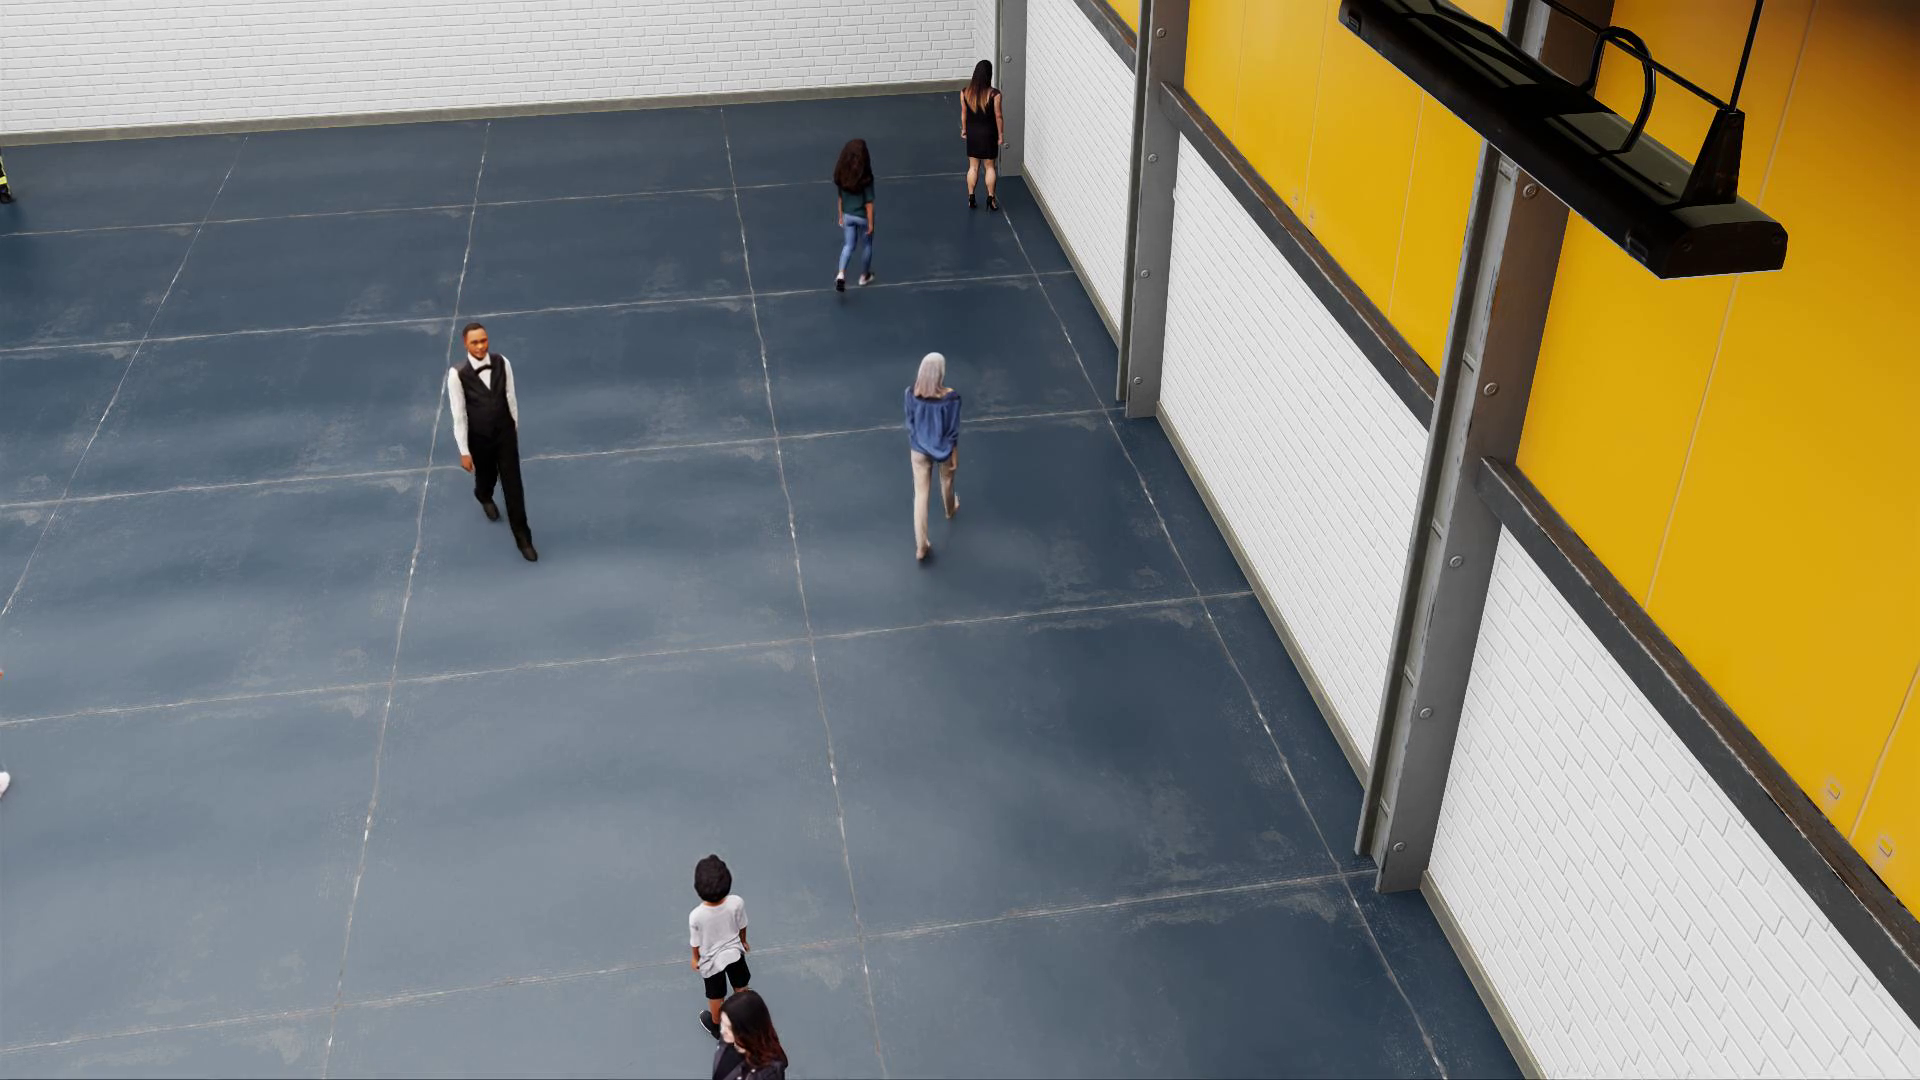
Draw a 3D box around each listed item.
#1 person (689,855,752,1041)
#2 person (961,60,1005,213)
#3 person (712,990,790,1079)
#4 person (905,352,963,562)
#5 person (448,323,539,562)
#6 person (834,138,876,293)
[{"bbox_3d":[-1.291,2.203,8.976,0.554,1.262,0.584,-18,37,-24],"label":"person"},{"bbox_3d":[0.250,-4.540,18.709,0.757,1.717,0.760,10,35,15],"label":"person"},{"bbox_3d":[-0.938,2.710,7.890,0.969,1.621,0.978,-27,42,-34],"label":"person"},{"bbox_3d":[-0.236,-0.617,12.869,0.923,1.648,1.202,7,34,11],"label":"person"},{"bbox_3d":[-3.718,-0.843,13.013,1.038,1.864,1.402,-19,38,-26],"label":"person"},{"bbox_3d":[-1.086,-3.262,16.894,0.890,1.597,1.034,14,36,20],"label":"person"}]
